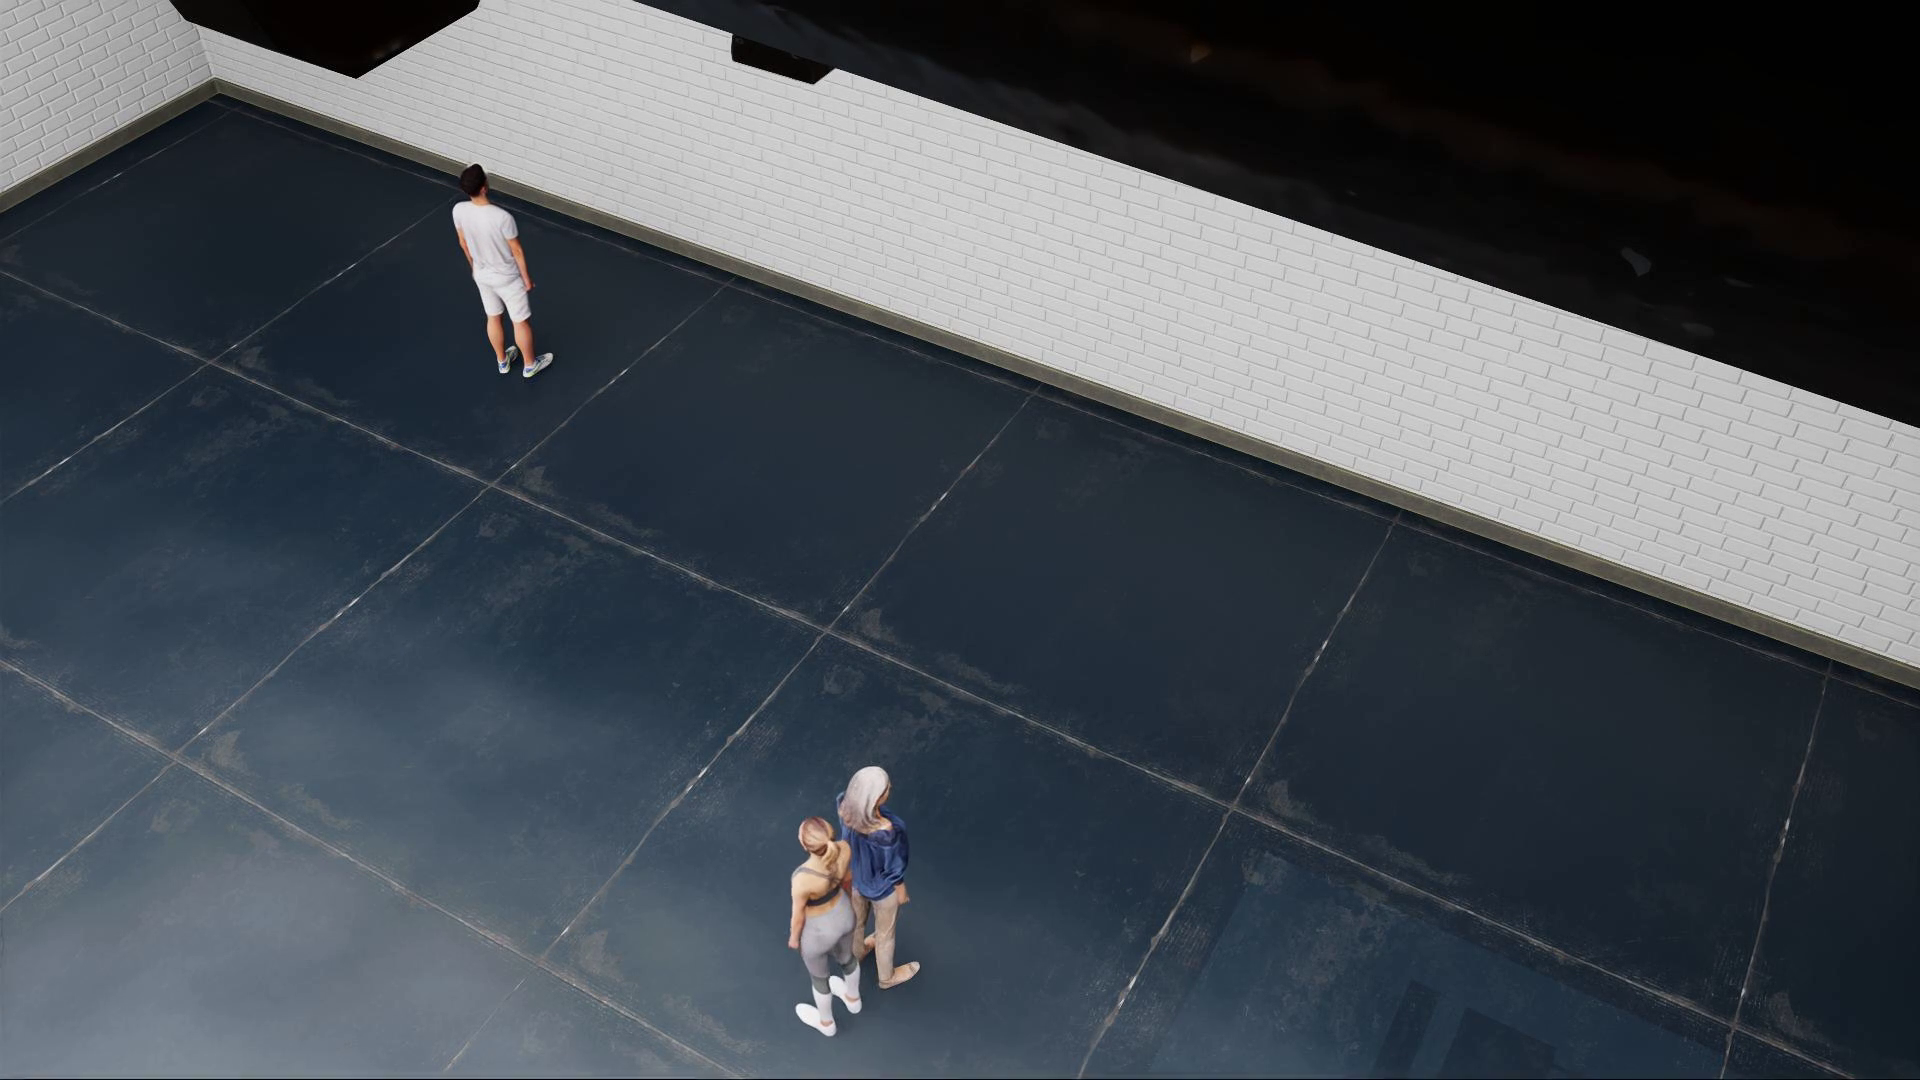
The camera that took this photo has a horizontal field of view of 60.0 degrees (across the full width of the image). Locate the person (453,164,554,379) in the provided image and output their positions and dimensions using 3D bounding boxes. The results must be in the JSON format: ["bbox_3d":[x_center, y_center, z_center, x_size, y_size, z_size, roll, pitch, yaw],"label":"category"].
[{"bbox_3d":[-3.573,-2.068,12.847,0.727,1.856,0.644,13,45,13],"label":"person"}]

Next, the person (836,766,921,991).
[{"bbox_3d":[-0.470,1.805,8.900,0.650,1.703,0.670,-34,53,-30],"label":"person"}]

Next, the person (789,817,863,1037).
[{"bbox_3d":[-0.683,2.005,8.683,0.658,1.703,0.523,31,52,29],"label":"person"}]
